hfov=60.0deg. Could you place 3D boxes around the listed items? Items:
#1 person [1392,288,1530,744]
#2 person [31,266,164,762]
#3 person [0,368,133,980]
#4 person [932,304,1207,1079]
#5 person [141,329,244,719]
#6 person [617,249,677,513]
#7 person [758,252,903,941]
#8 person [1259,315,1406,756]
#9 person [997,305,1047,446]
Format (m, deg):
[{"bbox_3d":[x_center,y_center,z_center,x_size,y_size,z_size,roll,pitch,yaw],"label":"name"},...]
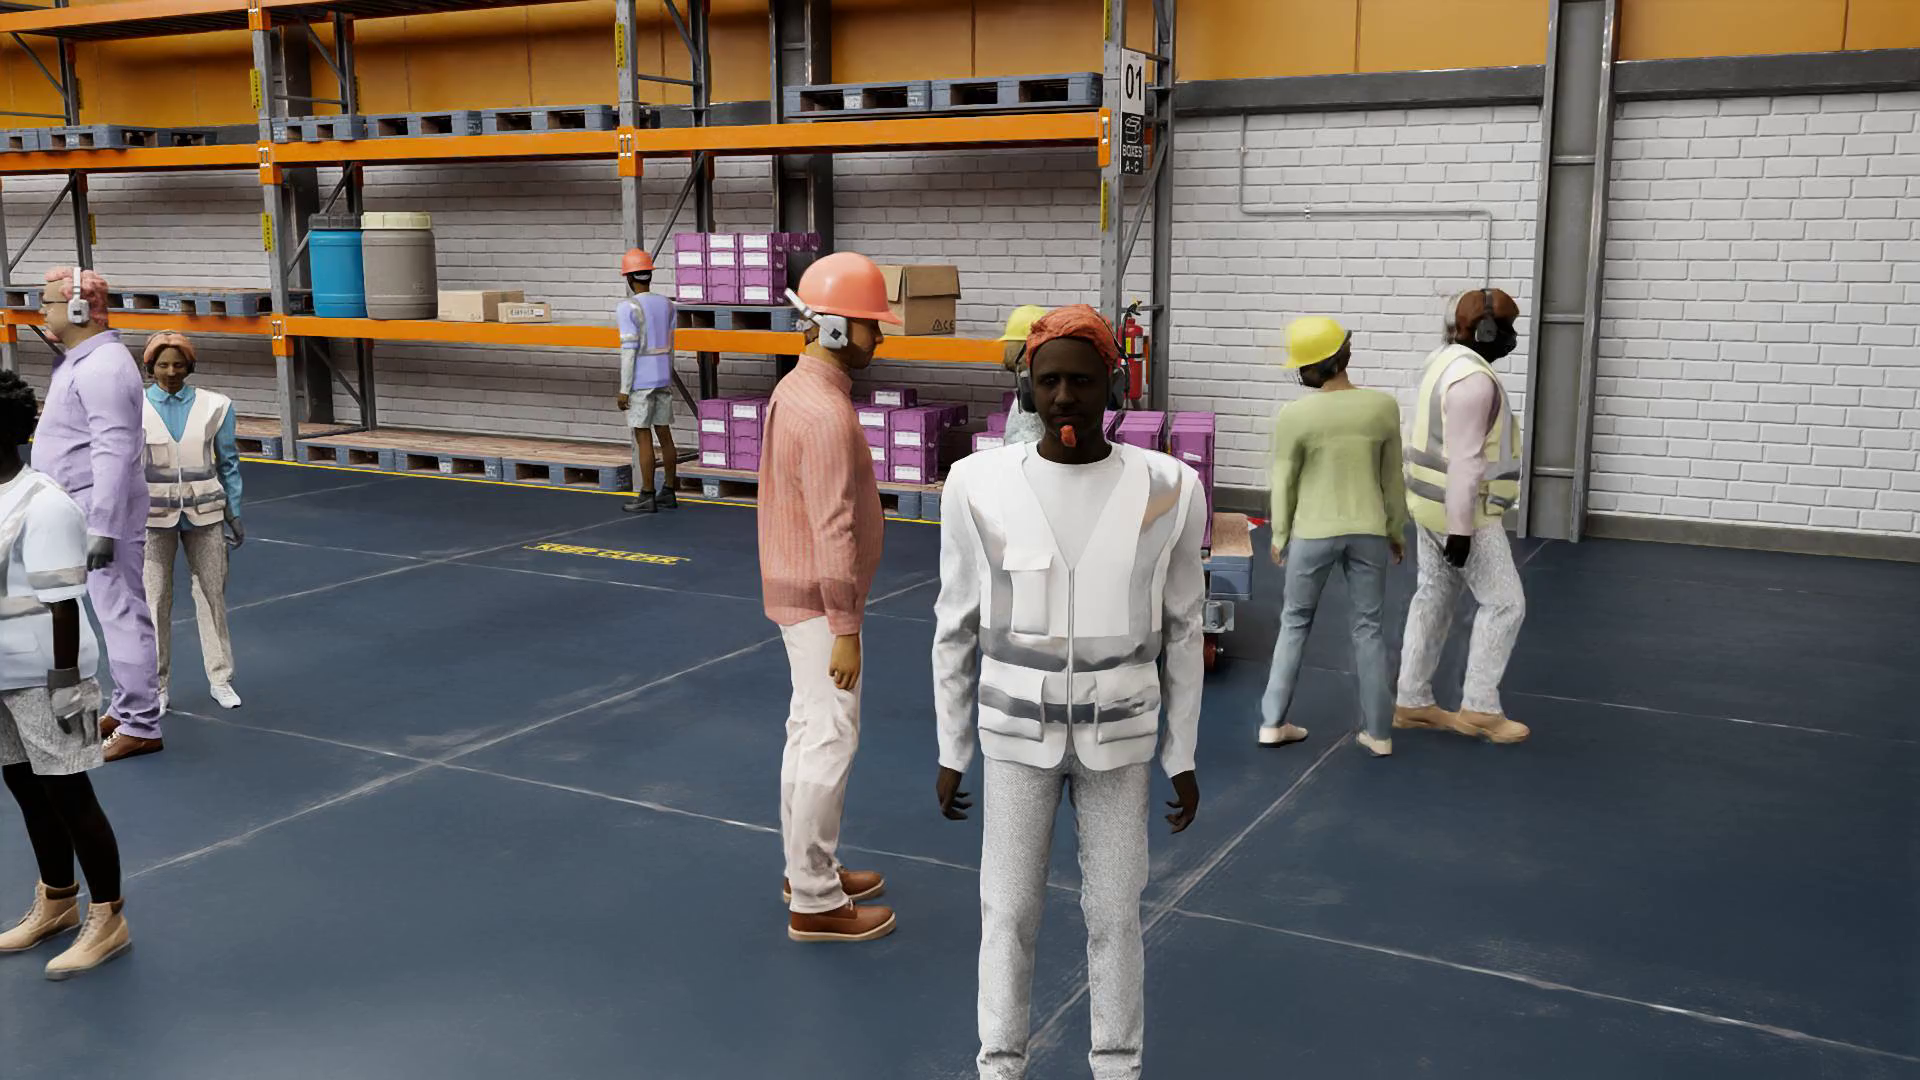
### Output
[{"bbox_3d":[2.089,-0.093,6.687,0.668,1.816,0.654,1,10,6],"label":"person"},{"bbox_3d":[-3.362,-0.097,6.470,0.406,1.911,0.636,-6,12,-28],"label":"person"},{"bbox_3d":[-2.563,0.363,4.561,0.539,1.693,0.321,7,12,32],"label":"person"},{"bbox_3d":[0.229,0.445,3.566,0.582,1.882,0.351,1,10,3],"label":"person"},{"bbox_3d":[-3.315,-0.071,7.067,0.511,1.640,0.308,-6,12,-31],"label":"person"},{"bbox_3d":[-2.320,-1.160,12.229,0.376,1.932,0.543,7,12,32],"label":"person"},{"bbox_3d":[-0.367,0.177,4.784,0.411,1.980,0.626,-3,11,-14],"label":"person"},{"bbox_3d":[1.472,-0.007,6.490,0.568,1.727,0.330,-1,10,-5],"label":"person"},{"bbox_3d":[0.305,-0.111,7.001,0.321,1.741,0.492,3,11,17],"label":"person"}]
